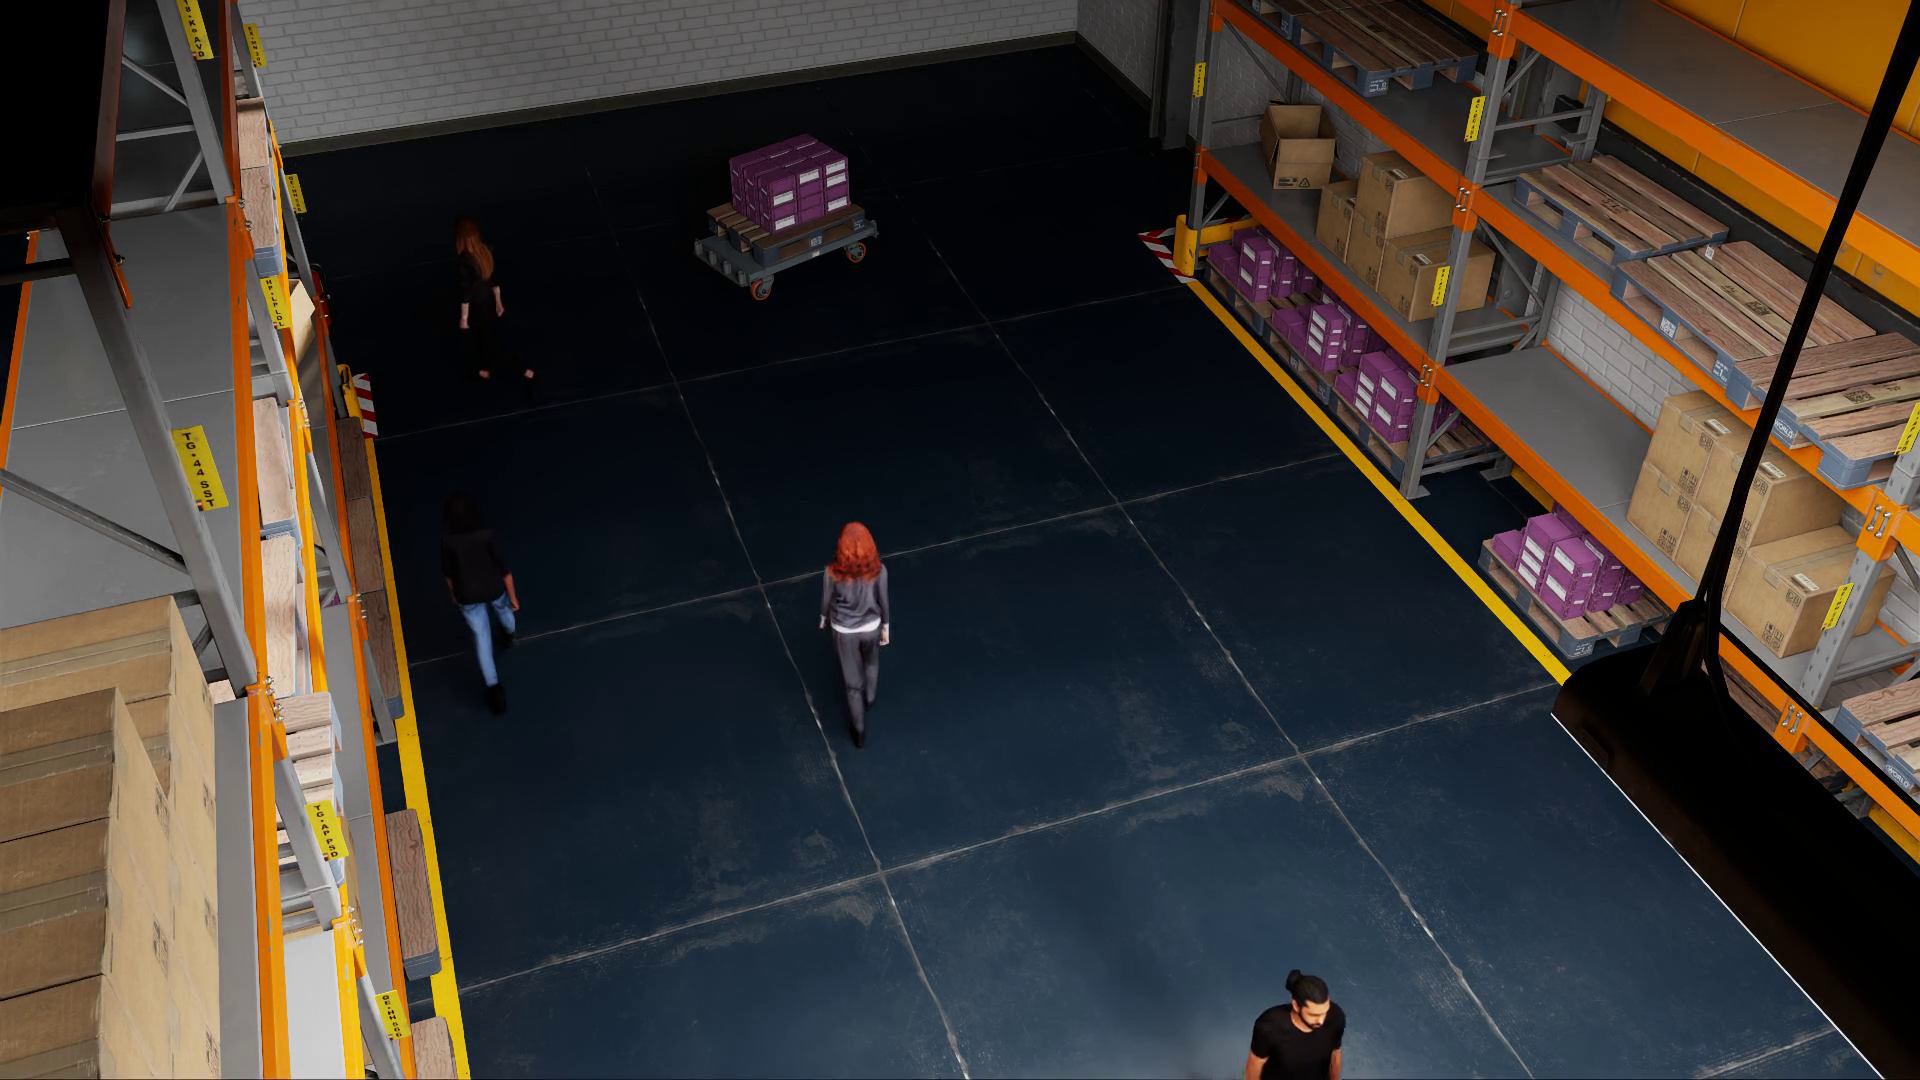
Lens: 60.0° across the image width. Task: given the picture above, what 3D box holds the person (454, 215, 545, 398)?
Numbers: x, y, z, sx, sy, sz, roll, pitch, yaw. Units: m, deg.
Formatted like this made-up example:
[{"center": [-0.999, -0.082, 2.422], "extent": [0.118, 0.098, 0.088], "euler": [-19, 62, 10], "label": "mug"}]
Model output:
[{"center": [-4.024, -1.963, 14.267], "extent": [1.044, 1.686, 1.105], "euler": [8, 39, 10], "label": "person"}]

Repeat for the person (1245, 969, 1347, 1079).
[{"center": [1.630, 2.695, 8.386], "extent": [0.622, 1.746, 0.653], "euler": [-13, 40, -16], "label": "person"}]

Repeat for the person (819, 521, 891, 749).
[{"center": [-0.665, 0.667, 10.915], "extent": [0.654, 1.759, 0.803], "euler": [-9, 39, -11], "label": "person"}]

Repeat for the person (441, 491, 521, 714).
[{"center": [-3.229, 0.447, 11.272], "extent": [0.606, 1.658, 1.110], "euler": [-11, 40, -14], "label": "person"}]
